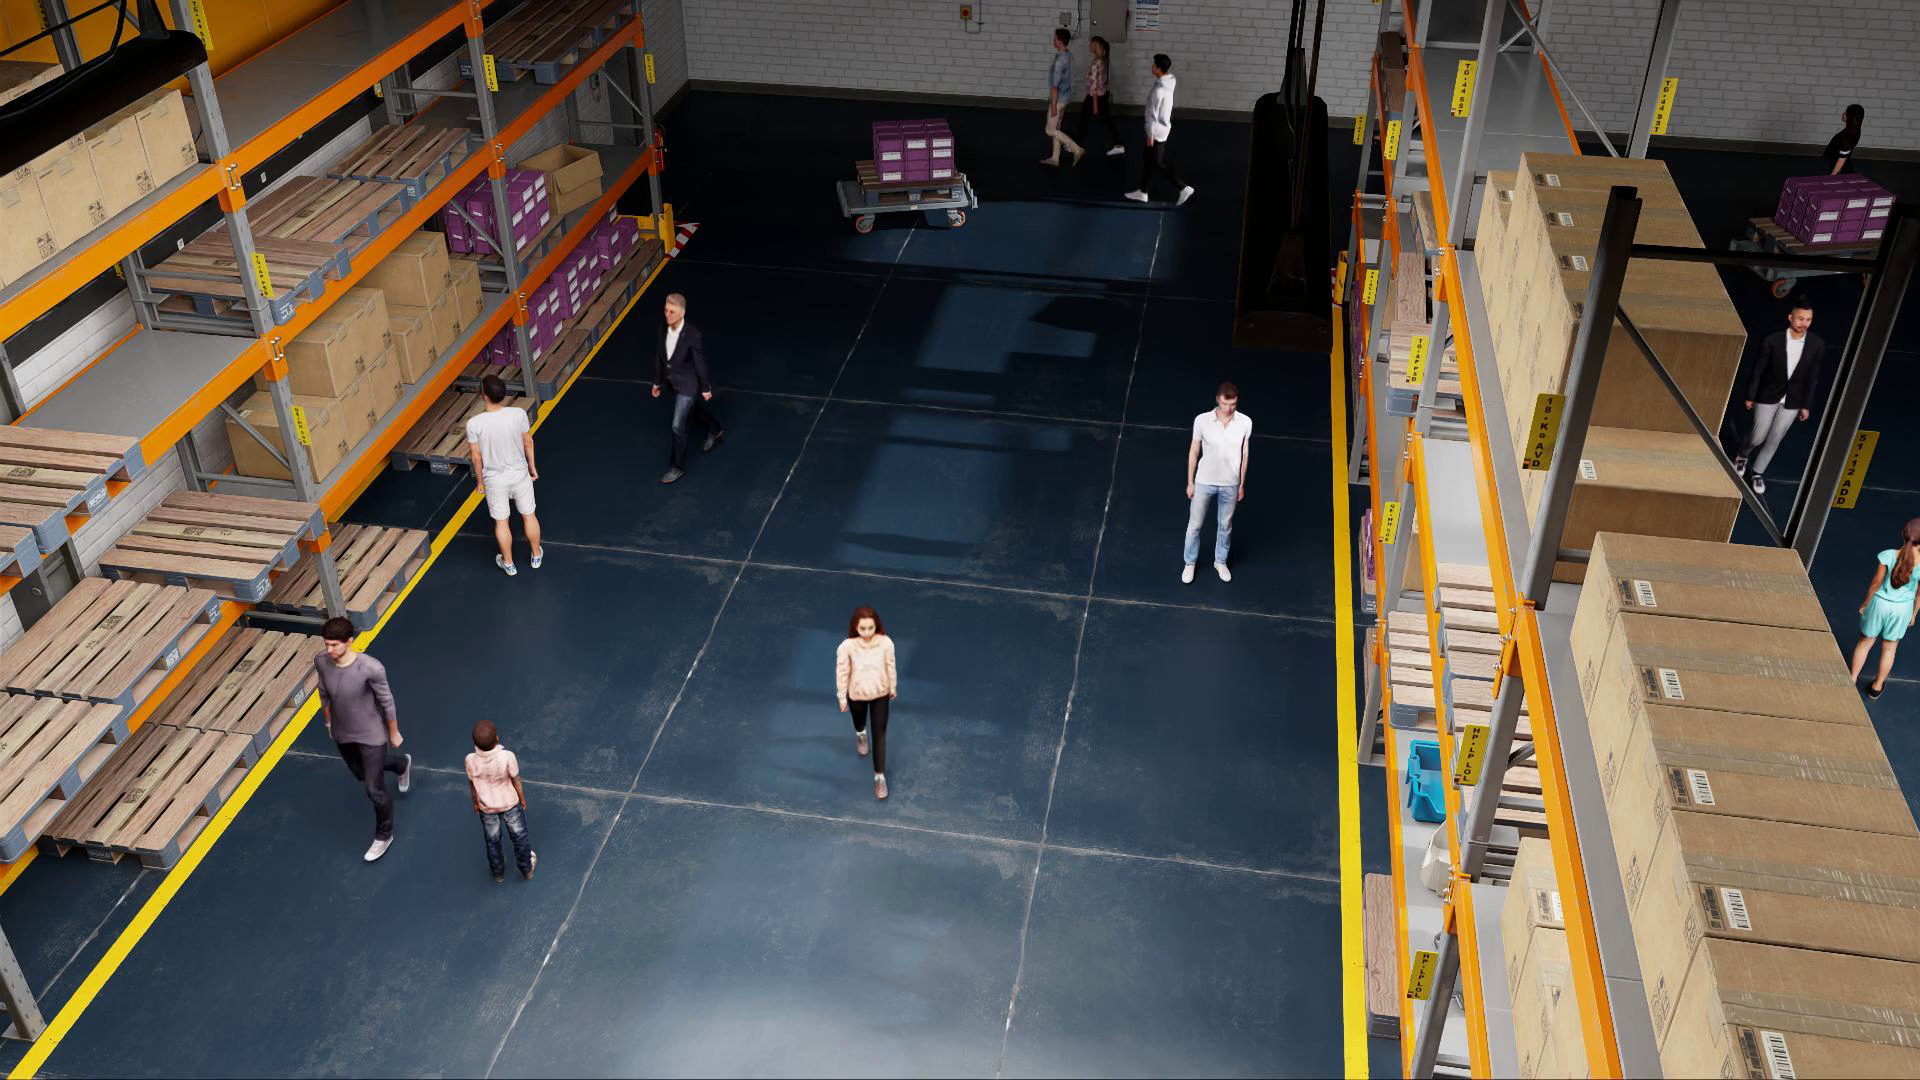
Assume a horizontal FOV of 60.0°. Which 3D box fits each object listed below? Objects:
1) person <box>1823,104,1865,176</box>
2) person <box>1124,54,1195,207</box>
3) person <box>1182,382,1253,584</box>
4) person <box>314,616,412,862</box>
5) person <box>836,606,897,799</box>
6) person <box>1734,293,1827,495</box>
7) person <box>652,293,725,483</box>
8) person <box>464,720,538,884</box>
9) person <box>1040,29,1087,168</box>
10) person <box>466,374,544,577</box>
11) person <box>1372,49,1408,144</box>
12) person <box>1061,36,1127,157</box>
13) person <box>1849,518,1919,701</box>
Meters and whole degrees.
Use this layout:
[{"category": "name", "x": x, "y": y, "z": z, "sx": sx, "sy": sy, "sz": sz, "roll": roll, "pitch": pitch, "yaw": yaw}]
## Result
[{"category": "person", "x": 10.509, "y": -4.413, "z": 19.898, "sx": 0.751, "sy": 1.639, "sz": 0.644, "roll": 20, "pitch": 38, "yaw": 27}, {"category": "person", "x": 2.539, "y": -5.050, "z": 20.618, "sx": 0.884, "sy": 1.904, "sz": 1.139, "roll": 12, "pitch": 35, "yaw": 17}, {"category": "person", "x": 2.131, "y": -0.495, "z": 13.808, "sx": 0.685, "sy": 1.857, "sz": 0.605, "roll": -1, "pitch": 34, "yaw": -1}, {"category": "person", "x": -3.990, "y": 1.232, "z": 11.231, "sx": 0.782, "sy": 1.833, "sz": 1.076, "roll": 10, "pitch": 35, "yaw": 15}, {"category": "person", "x": -0.666, "y": 1.053, "z": 11.847, "sx": 0.768, "sy": 1.449, "sz": 1.041, "roll": -4, "pitch": 34, "yaw": -6}, {"category": "person", "x": 7.386, "y": -1.357, "z": 15.029, "sx": 0.699, "sy": 1.940, "sz": 0.687, "roll": 6, "pitch": 34, "yaw": 9}, {"category": "person", "x": -2.510, "y": -1.495, "z": 15.379, "sx": 1.001, "sy": 1.782, "sz": 1.269, "roll": 22, "pitch": 40, "yaw": 30}, {"category": "person", "x": -3.047, "y": 1.725, "z": 10.966, "sx": 0.542, "sy": 1.306, "sz": 0.547, "roll": -5, "pitch": 34, "yaw": -7}, {"category": "person", "x": 1.373, "y": -5.712, "z": 21.680, "sx": 0.813, "sy": 1.831, "sz": 0.891, "roll": 12, "pitch": 36, "yaw": 18}, {"category": "person", "x": -3.793, "y": -0.549, "z": 13.888, "sx": 0.766, "sy": 1.857, "sz": 0.791, "roll": -16, "pitch": 37, "yaw": -23}, {"category": "person", "x": 6.162, "y": -6.109, "z": 22.411, "sx": 0.785, "sy": 1.684, "sz": 0.942, "roll": 4, "pitch": 34, "yaw": 6}, {"category": "person", "x": 1.906, "y": -5.849, "z": 22.098, "sx": 0.870, "sy": 1.596, "sz": 1.111, "roll": 15, "pitch": 37, "yaw": 22}, {"category": "person", "x": 7.026, "y": 0.507, "z": 12.570, "sx": 0.602, "sy": 1.558, "sz": 0.599, "roll": 15, "pitch": 36, "yaw": 21}]
